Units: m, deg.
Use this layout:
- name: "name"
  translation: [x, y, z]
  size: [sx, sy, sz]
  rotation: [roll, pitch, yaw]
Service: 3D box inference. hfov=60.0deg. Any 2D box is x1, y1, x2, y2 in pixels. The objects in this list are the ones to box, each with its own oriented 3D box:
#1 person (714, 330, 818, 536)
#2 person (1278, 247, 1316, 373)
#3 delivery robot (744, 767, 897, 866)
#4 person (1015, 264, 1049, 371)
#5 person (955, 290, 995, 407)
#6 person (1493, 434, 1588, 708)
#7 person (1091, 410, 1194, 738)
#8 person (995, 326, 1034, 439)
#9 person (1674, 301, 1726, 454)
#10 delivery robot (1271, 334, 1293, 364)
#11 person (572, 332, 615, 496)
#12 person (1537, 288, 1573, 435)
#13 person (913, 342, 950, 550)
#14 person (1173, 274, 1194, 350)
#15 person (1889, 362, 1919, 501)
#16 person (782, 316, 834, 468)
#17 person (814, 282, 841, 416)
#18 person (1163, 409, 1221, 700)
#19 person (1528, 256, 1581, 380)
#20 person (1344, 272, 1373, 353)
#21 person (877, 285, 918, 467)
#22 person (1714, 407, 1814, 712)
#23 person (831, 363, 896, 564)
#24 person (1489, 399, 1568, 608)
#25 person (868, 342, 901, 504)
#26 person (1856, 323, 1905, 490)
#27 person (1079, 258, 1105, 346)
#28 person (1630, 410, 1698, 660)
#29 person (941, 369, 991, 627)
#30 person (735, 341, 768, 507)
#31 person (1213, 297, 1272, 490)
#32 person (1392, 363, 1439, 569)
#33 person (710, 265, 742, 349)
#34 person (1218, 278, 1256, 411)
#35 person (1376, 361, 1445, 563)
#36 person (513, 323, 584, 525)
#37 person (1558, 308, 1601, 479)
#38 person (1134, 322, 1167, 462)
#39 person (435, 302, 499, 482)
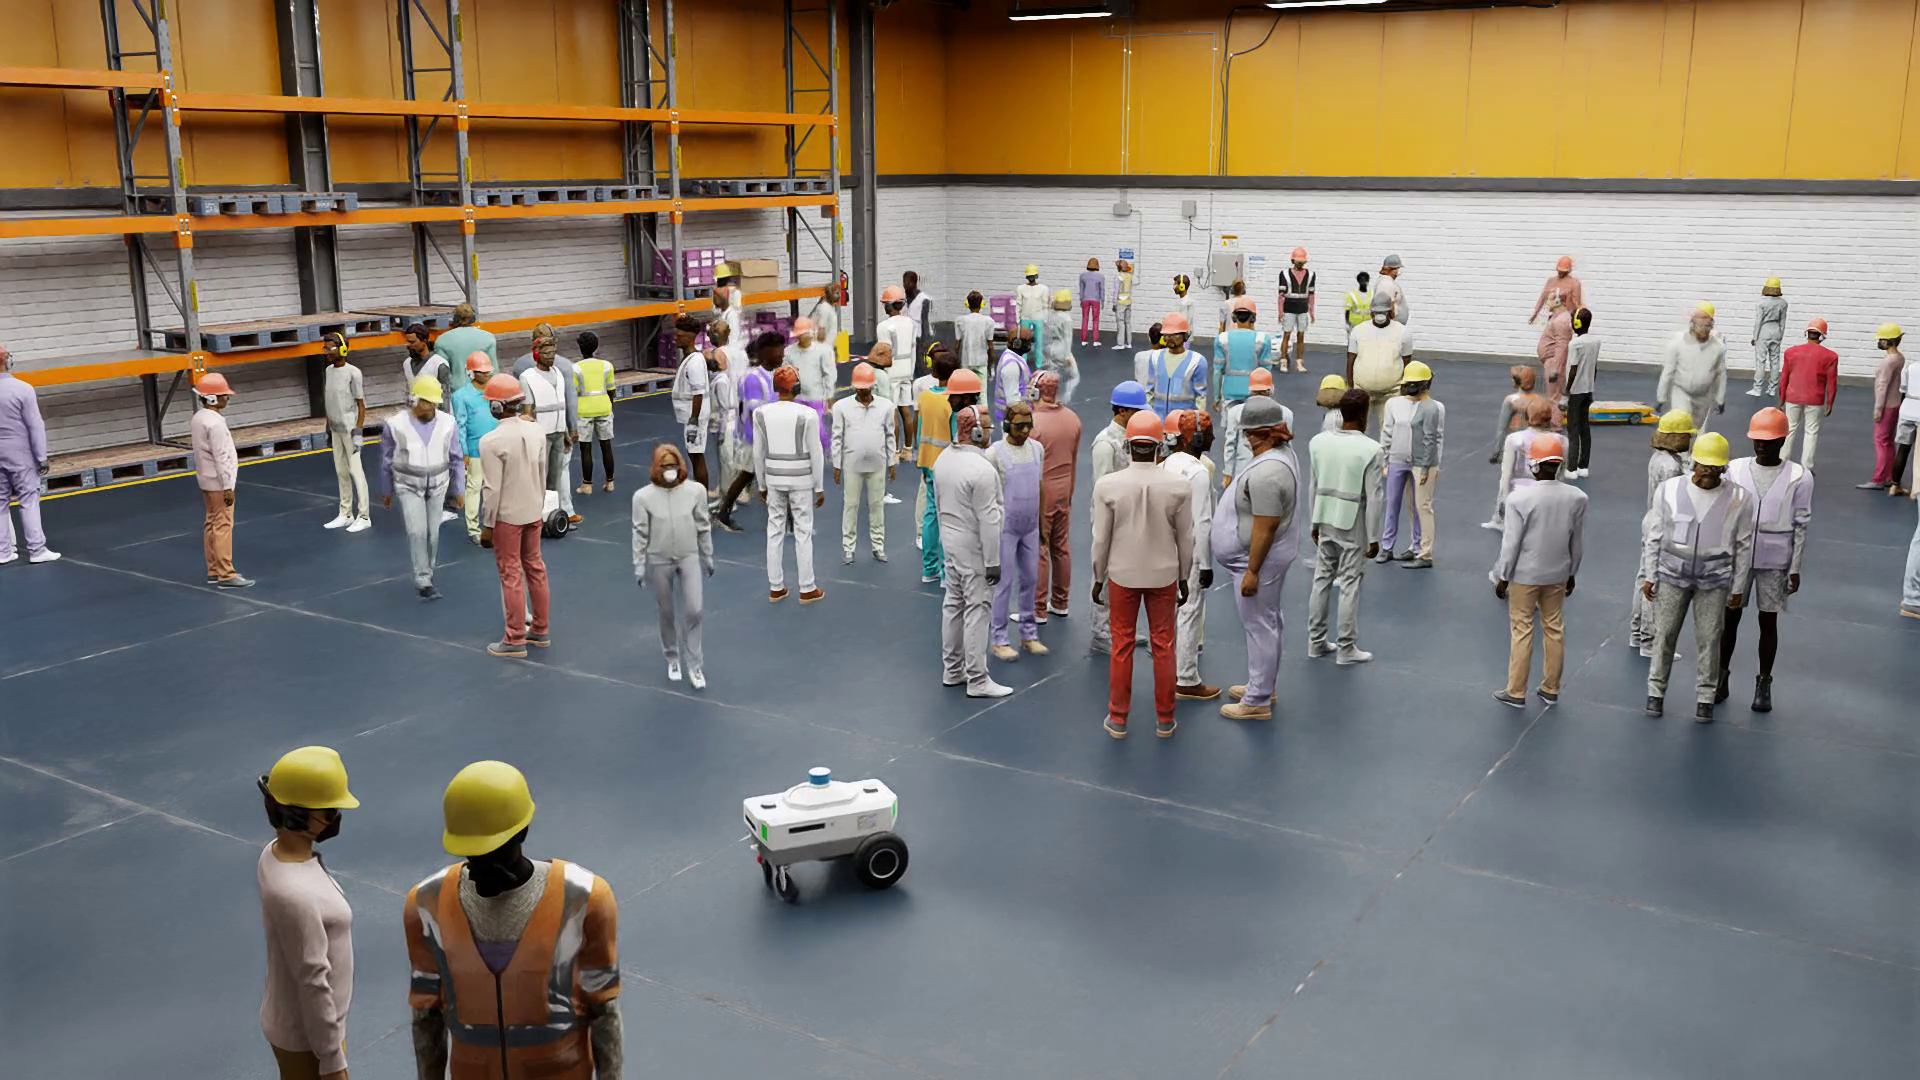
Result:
- name: "person"
  translation: [-1.841, -0.984, 15.366]
  size: [1.016, 1.921, 0.618]
  rotation: [6, 14, 24]
- name: "person"
  translation: [5.455, -3.706, 26.903]
  size: [0.626, 2.034, 0.431]
  rotation: [-1, 13, -3]
- name: "delivery robot"
  translation: [-0.675, 1.342, 8.035]
  size: [0.707, 0.478, 0.477]
  rotation: [-5, 14, -23]
- name: "person"
  translation: [1.157, -3.553, 26.823]
  size: [0.533, 1.767, 0.325]
  rotation: [1, 13, 5]
- name: "person"
  translation: [0.176, -2.136, 20.486]
  size: [0.511, 1.856, 0.327]
  rotation: [1, 13, 4]
- name: "person"
  translation: [3.672, 0.196, 10.582]
  size: [0.572, 1.750, 0.330]
  rotation: [-3, 13, -13]
- name: "person"
  translation: [1.090, 0.214, 9.976]
  size: [0.609, 1.996, 0.379]
  rotation: [0, 13, 0]
- name: "person"
  translation: [0.559, -1.208, 16.510]
  size: [0.429, 1.835, 0.624]
  rotation: [1, 13, 3]
- name: "person"
  translation: [8.569, -1.855, 19.342]
  size: [0.586, 1.824, 0.404]
  rotation: [10, 16, 37]
- name: "delivery robot"
  translation: [5.272, -3.166, 27.588]
  size: [0.477, 0.478, 0.707]
  rotation: [6, 14, 26]
- name: "person"
  translation: [-3.812, -1.303, 17.211]
  size: [0.532, 1.697, 0.319]
  rotation: [-9, 16, -35]
- name: "person"
  translation: [7.236, -2.118, 20.287]
  size: [0.403, 1.906, 0.651]
  rotation: [4, 14, 19]
- name: "person"
  translation: [-0.193, -0.837, 14.815]
  size: [0.526, 1.869, 0.315]
  rotation: [-9, 16, -35]
- name: "person"
  translation: [3.122, -2.765, 23.209]
  size: [0.328, 1.859, 0.515]
  rotation: [2, 13, 10]
- name: "person"
  translation: [9.796, -1.236, 16.945]
  size: [0.319, 1.688, 0.538]
  rotation: [-6, 14, -23]
- name: "person"
  translation: [-1.709, -1.623, 18.501]
  size: [0.584, 1.736, 0.371]
  rotation: [4, 14, 16]
- name: "person"
  translation: [-1.803, -2.553, 22.351]
  size: [0.453, 1.824, 0.558]
  rotation: [1, 13, 5]
- name: "person"
  translation: [1.487, 0.092, 10.750]
  size: [0.347, 1.882, 0.584]
  rotation: [-4, 13, -16]
- name: "person"
  translation: [9.307, -3.469, 26.059]
  size: [0.710, 1.945, 0.743]
  rotation: [-6, 14, -25]
- name: "person"
  translation: [6.419, -3.457, 26.650]
  size: [0.548, 1.640, 0.878]
  rotation: [0, 13, 1]
- name: "person"
  translation: [-0.746, -1.855, 18.848]
  size: [0.374, 2.043, 0.614]
  rotation: [10, 16, 36]
- name: "person"
  translation: [5.028, 0.122, 10.504]
  size: [0.551, 1.936, 0.356]
  rotation: [9, 15, 33]
- name: "person"
  translation: [-0.820, -0.658, 14.310]
  size: [0.572, 1.740, 0.338]
  rotation: [-3, 13, -13]
- name: "person"
  translation: [4.479, -0.314, 13.109]
  size: [0.536, 1.599, 0.810]
  rotation: [1, 13, 4]
- name: "person"
  translation: [-0.784, -1.187, 16.848]
  size: [0.280, 1.633, 0.500]
  rotation: [-4, 14, -17]
- name: "person"
  translation: [9.727, -1.400, 17.502]
  size: [0.344, 1.761, 0.526]
  rotation: [12, 18, 42]
- name: "person"
  translation: [2.448, -4.420, 30.891]
  size: [0.494, 1.624, 0.279]
  rotation: [5, 14, 19]
- name: "person"
  translation: [4.942, -0.046, 11.658]
  size: [0.294, 1.744, 0.484]
  rotation: [2, 13, 9]
- name: "person"
  translation: [0.046, -0.303, 12.348]
  size: [0.374, 1.935, 0.552]
  rotation: [-1, 13, -5]
- name: "person"
  translation: [-2.016, -1.151, 16.620]
  size: [0.544, 1.652, 0.849]
  rotation: [2, 13, 11]
- name: "person"
  translation: [2.952, -1.521, 17.421]
  size: [0.604, 2.034, 0.386]
  rotation: [3, 13, 14]
- name: "person"
  translation: [3.902, -0.641, 14.221]
  size: [0.340, 1.756, 0.531]
  rotation: [-1, 13, -6]
- name: "person"
  translation: [-3.527, -3.102, 24.579]
  size: [0.620, 1.884, 0.914]
  rotation: [8, 15, 30]
- name: "person"
  translation: [3.797, -2.669, 22.843]
  size: [0.501, 1.839, 0.341]
  rotation: [4, 14, 17]
- name: "person"
  translation: [3.851, -0.651, 14.231]
  size: [0.524, 1.769, 0.316]
  rotation: [6, 14, 23]
- name: "person"
  translation: [-3.885, -1.082, 15.724]
  size: [0.630, 1.940, 0.372]
  rotation: [4, 13, 15]
- name: "person"
  translation: [6.720, -1.590, 18.111]
  size: [0.514, 1.857, 0.329]
  rotation: [-9, 16, -36]
- name: "person"
  translation: [1.941, -1.253, 16.657]
  size: [0.332, 1.857, 0.528]
  rotation: [-11, 17, -41]
- name: "person"
  translation: [-5.283, -1.586, 17.910]
  size: [0.627, 1.940, 0.376]
  rotation: [-3, 13, -15]
